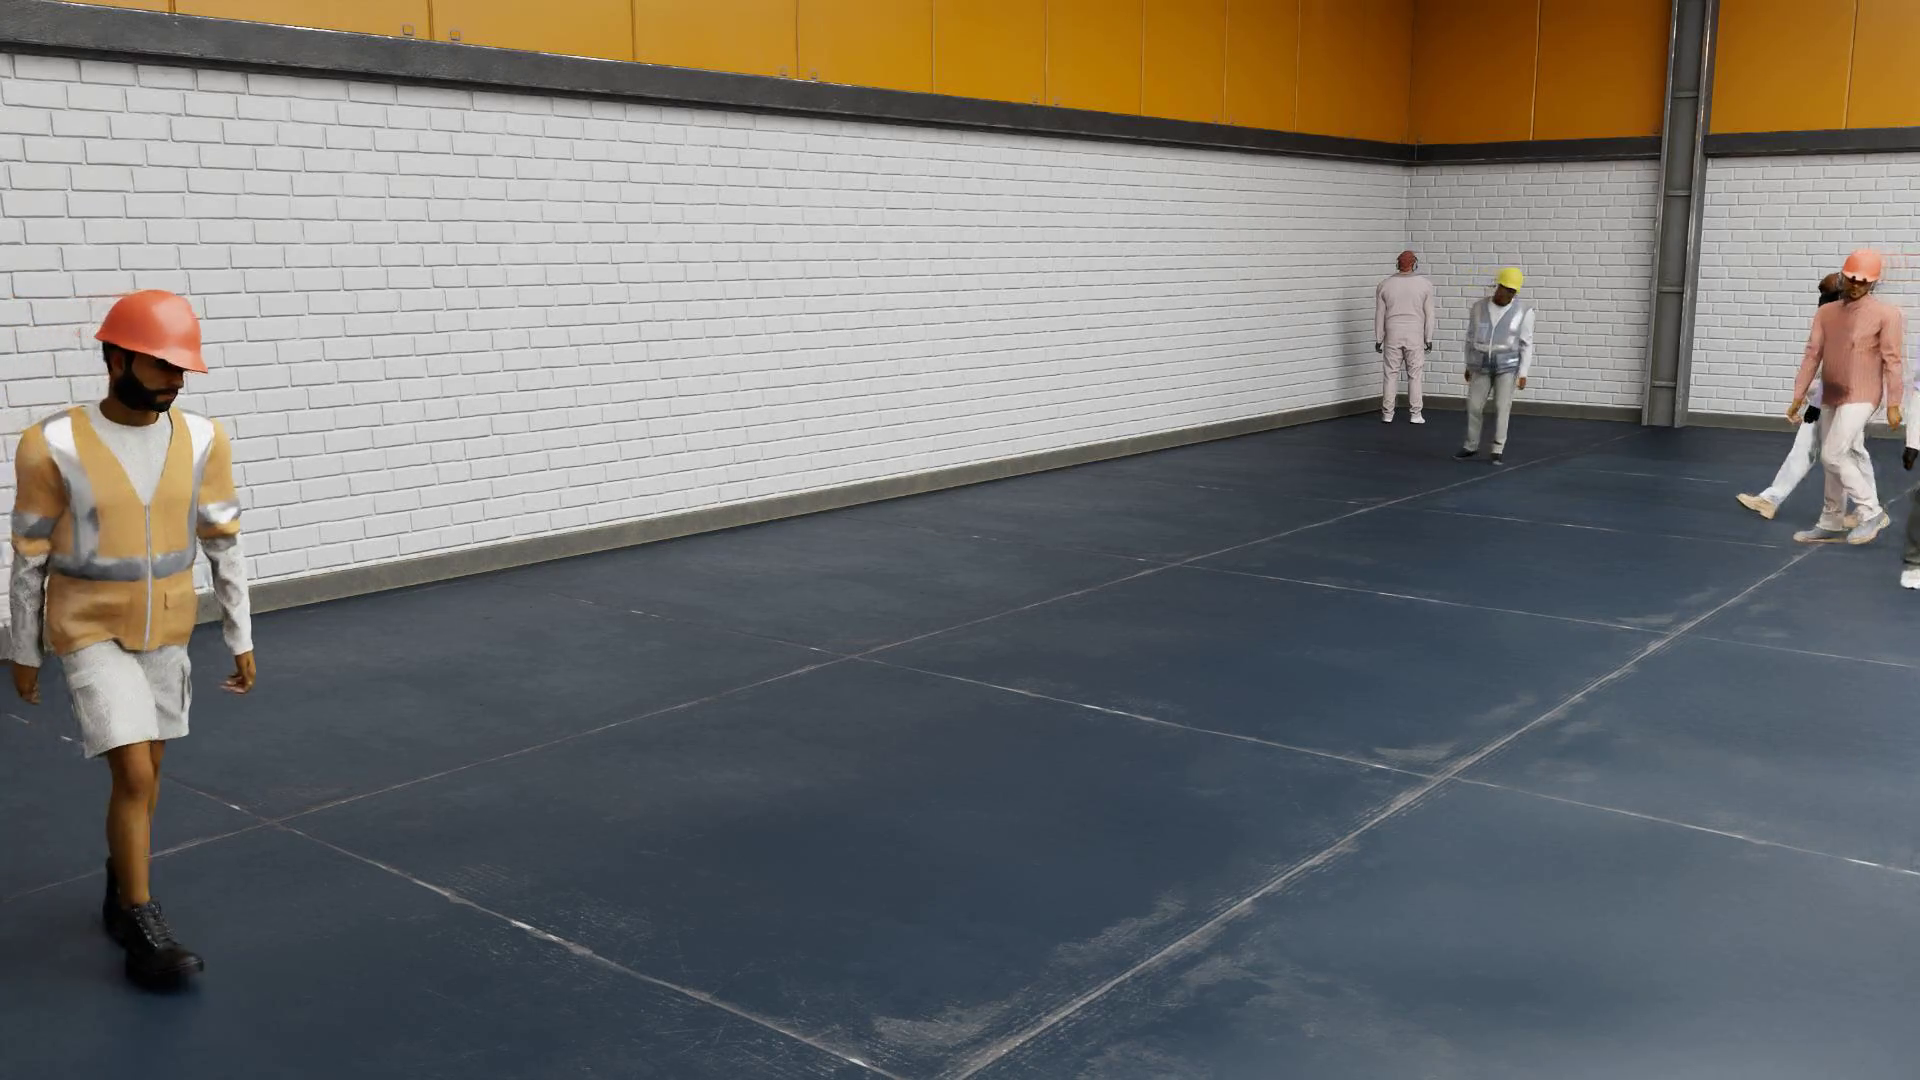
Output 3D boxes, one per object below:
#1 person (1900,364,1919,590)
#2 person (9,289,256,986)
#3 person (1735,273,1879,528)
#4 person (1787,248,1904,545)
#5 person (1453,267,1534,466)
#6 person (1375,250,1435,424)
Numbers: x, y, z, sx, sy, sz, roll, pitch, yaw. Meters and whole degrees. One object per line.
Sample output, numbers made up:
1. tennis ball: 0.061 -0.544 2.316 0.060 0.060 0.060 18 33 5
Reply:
1. person: 5.648 -0.576 9.320 0.687 1.855 0.993 1 10 8
2. person: -2.260 0.262 4.586 0.830 1.884 0.559 8 13 38
3. person: 6.086 -0.979 11.742 0.950 1.788 0.626 3 11 15
4. person: 5.819 -0.922 10.945 0.463 1.967 0.621 -1 10 -6
5. person: 4.813 -1.548 14.915 0.623 1.785 0.461 7 12 34
6. person: 4.900 -2.228 18.344 0.639 1.910 0.407 4 11 21
